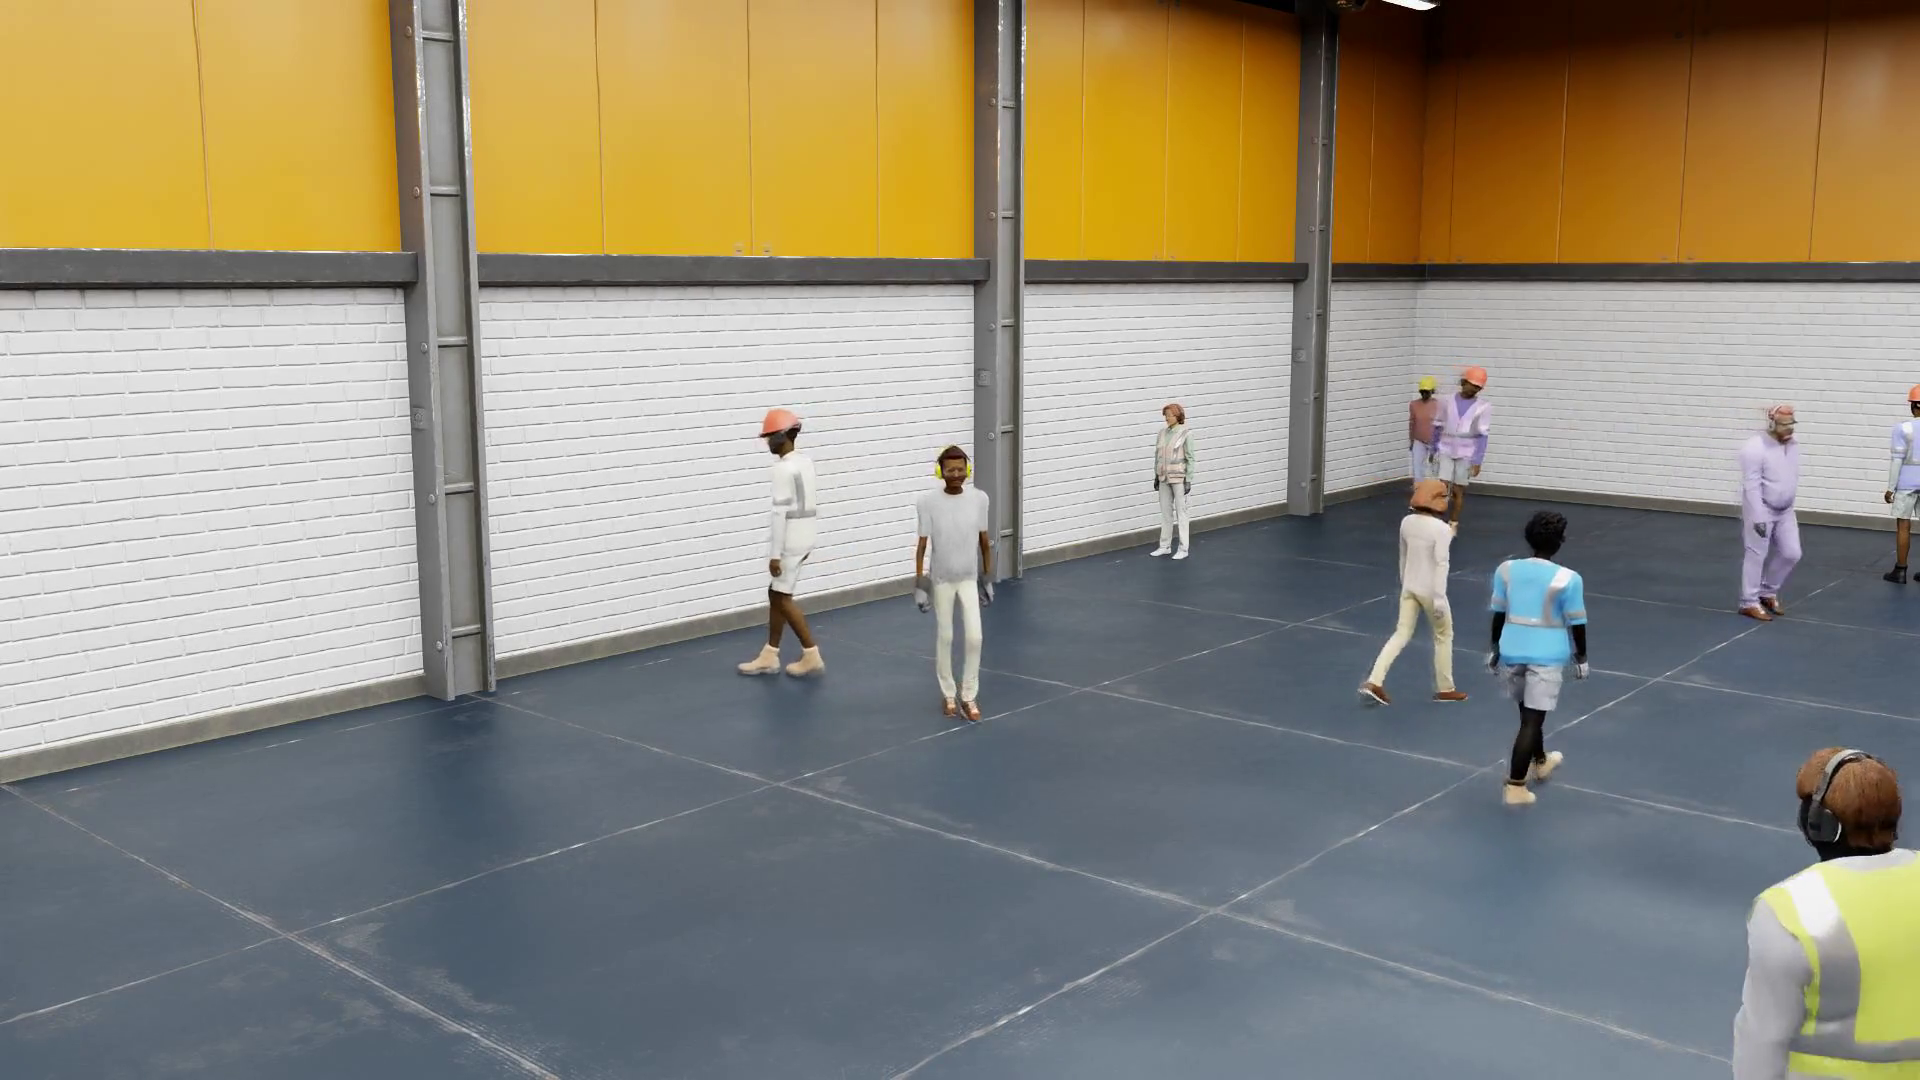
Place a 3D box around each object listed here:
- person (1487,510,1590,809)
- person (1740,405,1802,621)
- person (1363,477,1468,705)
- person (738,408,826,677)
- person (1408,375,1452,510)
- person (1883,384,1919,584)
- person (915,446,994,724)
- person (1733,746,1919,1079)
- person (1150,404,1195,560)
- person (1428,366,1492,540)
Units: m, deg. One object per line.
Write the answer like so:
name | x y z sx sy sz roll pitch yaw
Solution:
person | 3.330 0.655 9.438 0.842 1.657 0.550 -7 11 -37
person | 6.966 -0.229 14.294 0.663 1.882 0.463 -3 10 -20
person | 3.158 0.359 11.486 0.823 1.601 0.508 -4 10 -25
person | -1.312 0.020 12.342 0.650 2.007 0.691 2 9 12
person | 6.037 -1.263 21.289 0.552 1.723 0.778 8 12 40
person | 9.225 -0.540 16.076 0.551 1.935 0.375 0 9 2
person | -0.019 0.299 11.058 0.567 1.848 0.684 -2 9 -11
person | 2.207 1.418 4.127 0.641 1.826 0.616 -2 9 -13
person | 2.242 -0.614 17.479 0.307 1.637 0.525 -7 12 -39
person | 5.517 -0.940 18.441 0.697 1.977 0.696 4 10 26
